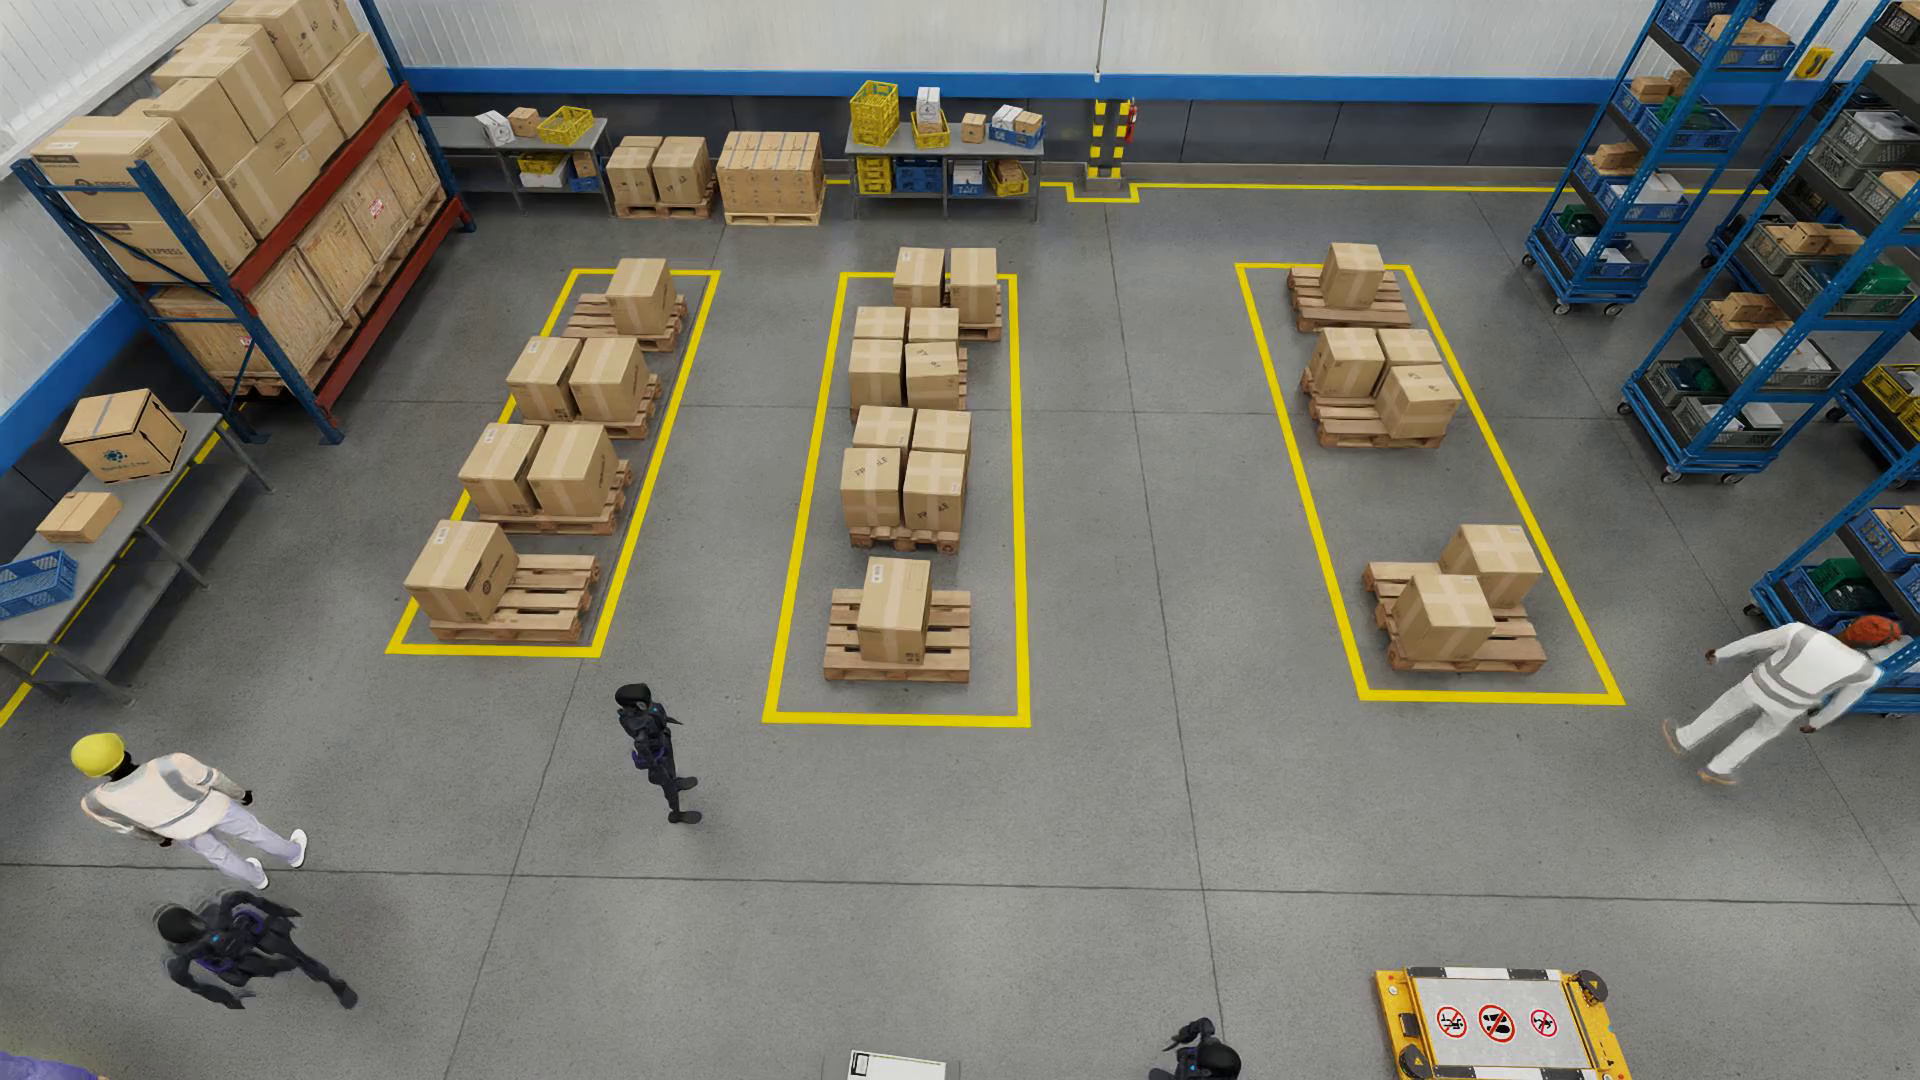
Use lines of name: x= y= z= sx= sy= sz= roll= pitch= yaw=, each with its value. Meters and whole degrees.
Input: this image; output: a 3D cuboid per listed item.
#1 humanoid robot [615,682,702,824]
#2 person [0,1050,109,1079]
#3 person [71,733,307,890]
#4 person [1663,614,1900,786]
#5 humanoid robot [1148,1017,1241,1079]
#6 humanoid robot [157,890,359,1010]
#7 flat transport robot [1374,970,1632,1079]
humanoid robot: x=-2.091 y=1.456 z=6.381 sx=0.321 sy=1.657 sz=0.610 roll=-12 pitch=52 yaw=-9
person: x=-5.505 y=2.994 z=4.903 sx=0.536 sy=2.000 sz=0.673 roll=-15 pitch=52 yaw=-12
person: x=-4.992 y=1.776 z=5.966 sx=0.586 sy=1.930 sz=0.361 roll=-31 pitch=57 yaw=-23
person: x=5.752 y=1.091 z=6.565 sx=0.775 sy=1.878 sz=0.403 roll=36 pitch=59 yaw=26
humanoid robot: x=1.292 y=3.041 z=5.088 sx=0.326 sy=1.657 sz=0.593 roll=3 pitch=51 yaw=2
humanoid robot: x=-4.374 y=2.484 z=5.582 sx=0.727 sy=1.618 sz=0.590 roll=20 pitch=54 yaw=16
flat transport robot: x=3.501 y=3.133 z=5.914 sx=1.431 sy=0.197 sz=0.652 roll=1 pitch=51 yaw=1
